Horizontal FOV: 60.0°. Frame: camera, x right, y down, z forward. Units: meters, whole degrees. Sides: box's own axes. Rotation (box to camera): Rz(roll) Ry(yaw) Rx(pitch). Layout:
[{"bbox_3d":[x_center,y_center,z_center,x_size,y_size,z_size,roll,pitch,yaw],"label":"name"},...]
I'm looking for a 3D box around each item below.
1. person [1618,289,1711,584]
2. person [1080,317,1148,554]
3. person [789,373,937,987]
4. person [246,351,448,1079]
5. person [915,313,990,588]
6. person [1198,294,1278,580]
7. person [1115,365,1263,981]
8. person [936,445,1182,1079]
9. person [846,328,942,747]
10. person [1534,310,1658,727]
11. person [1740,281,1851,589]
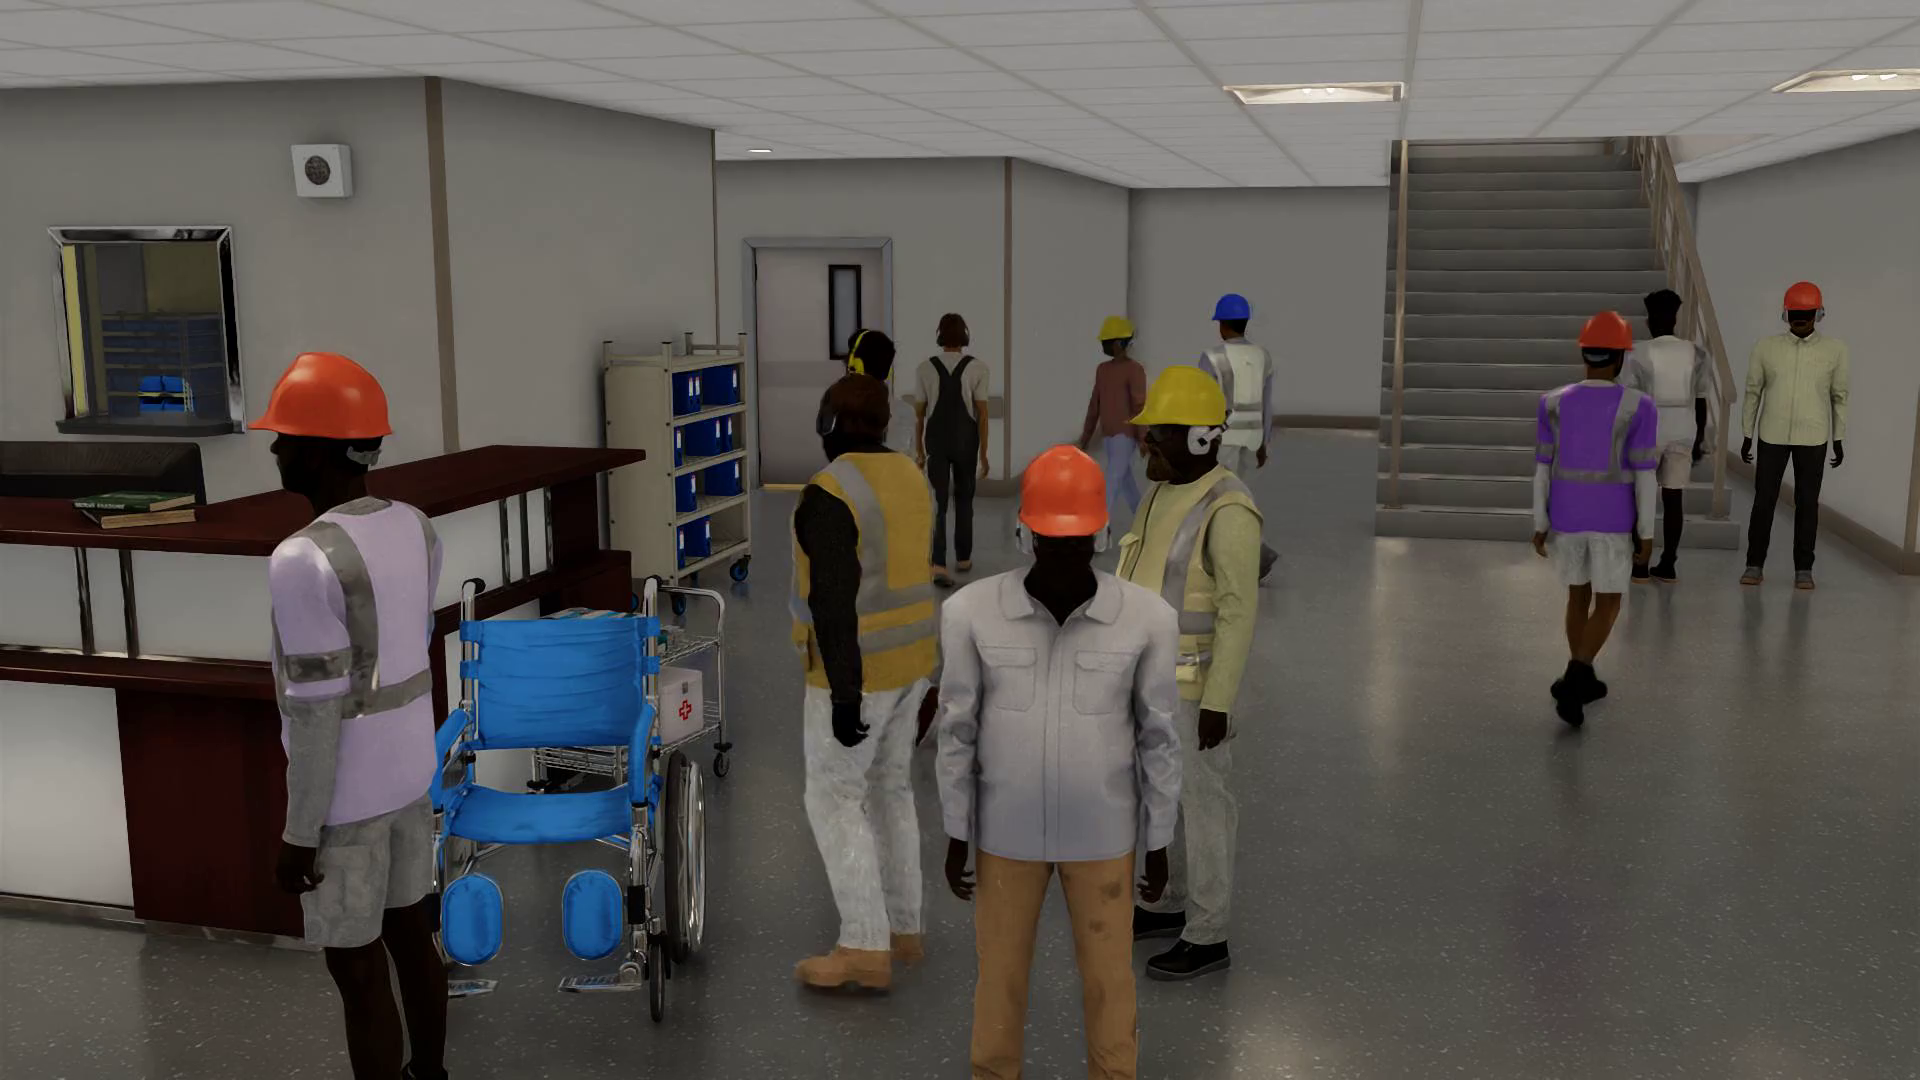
[{"bbox_3d":[4.624,-0.681,11.019,0.615,1.945,0.441,0,10,-2],"label":"person"},{"bbox_3d":[1.134,-0.774,12.215,0.886,1.720,0.530,-5,11,-28],"label":"person"},{"bbox_3d":[-0.284,0.403,5.053,0.458,1.804,0.656,5,11,28],"label":"person"},{"bbox_3d":[-1.383,0.547,3.783,0.354,1.942,0.545,1,10,8],"label":"person"},{"bbox_3d":[-0.061,-0.601,11.010,0.518,1.794,1.008,1,10,6],"label":"person"},{"bbox_3d":[1.849,-0.677,11.089,0.612,1.920,0.890,-6,11,-31],"label":"person"},{"bbox_3d":[0.659,0.393,5.009,0.404,1.833,0.590,-3,10,-19],"label":"person"},{"bbox_3d":[0.223,0.646,3.797,0.559,1.743,0.365,1,10,6],"label":"person"},{"bbox_3d":[-0.363,-0.012,7.382,0.803,1.845,0.518,7,12,35],"label":"person"},{"bbox_3d":[2.923,-0.105,7.724,0.559,1.912,0.864,8,13,41],"label":"person"},{"bbox_3d":[5.417,-0.675,10.819,0.625,1.992,0.388,5,11,26],"label":"person"}]
